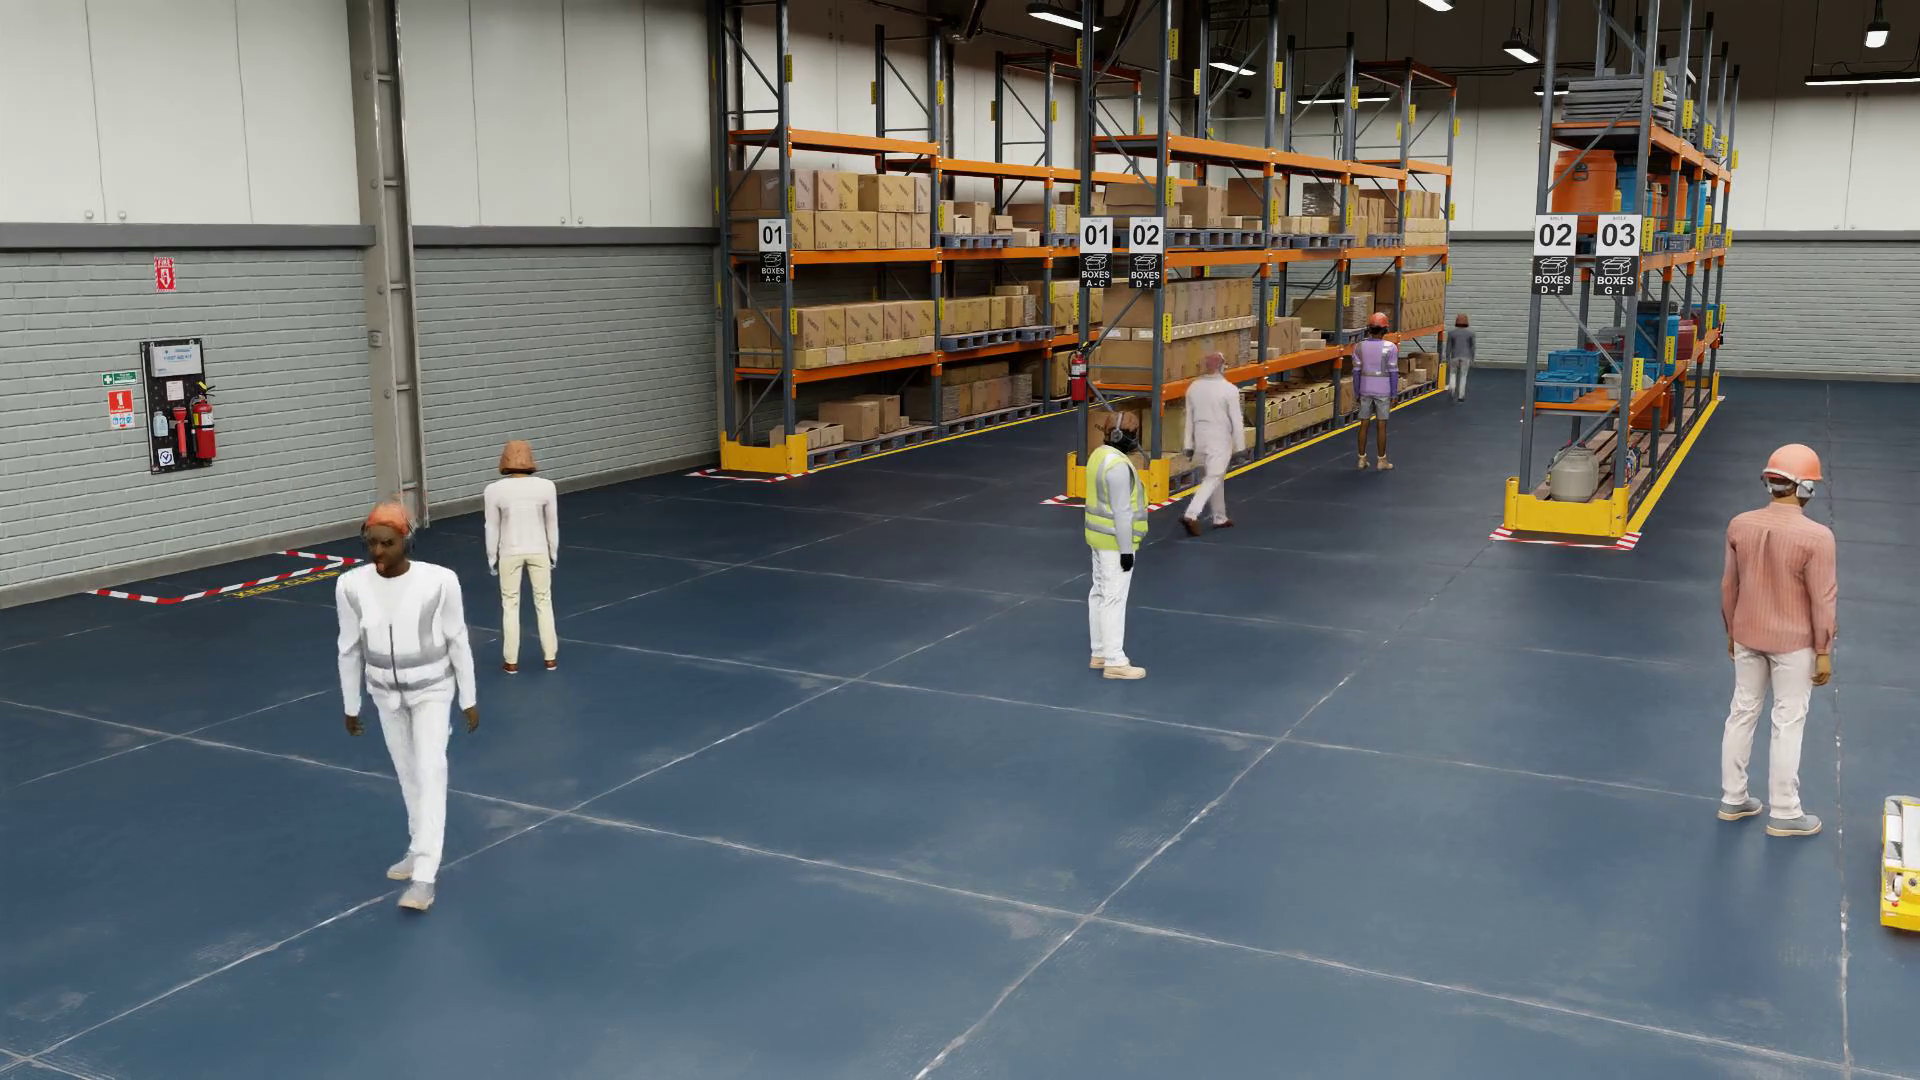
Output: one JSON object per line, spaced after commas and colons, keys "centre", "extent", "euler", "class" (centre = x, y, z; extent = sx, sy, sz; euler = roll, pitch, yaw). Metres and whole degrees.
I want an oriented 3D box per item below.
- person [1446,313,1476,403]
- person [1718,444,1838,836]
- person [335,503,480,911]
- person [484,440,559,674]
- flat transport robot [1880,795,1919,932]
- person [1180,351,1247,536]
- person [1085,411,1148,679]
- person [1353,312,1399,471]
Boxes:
{"centre": [9.111, -3.303, 30.263], "extent": [0.517, 1.622, 0.393], "euler": [4, 11, 19], "class": "person"}
{"centre": [4.163, 0.504, 8.465], "extent": [0.377, 1.995, 0.611], "euler": [-6, 12, -28], "class": "person"}
{"centre": [-2.552, 0.747, 7.589], "extent": [0.607, 1.840, 0.797], "euler": [1, 10, 6], "class": "person"}
{"centre": [-3.049, 0.115, 11.609], "extent": [0.501, 1.625, 0.304], "euler": [-4, 11, -21], "class": "person"}
{"centre": [4.641, 1.508, 7.692], "extent": [0.652, 0.197, 1.431], "euler": [6, 12, 29], "class": "flat transport robot"}
{"centre": [2.554, -0.989, 16.963], "extent": [0.917, 1.872, 0.642], "euler": [-8, 13, -37], "class": "person"}
{"centre": [1.080, 0.030, 11.486], "extent": [0.430, 1.839, 0.619], "euler": [-2, 11, -10], "class": "person"}
{"centre": [5.376, -1.914, 21.505], "extent": [0.608, 2.048, 0.364], "euler": [8, 13, 36], "class": "person"}
